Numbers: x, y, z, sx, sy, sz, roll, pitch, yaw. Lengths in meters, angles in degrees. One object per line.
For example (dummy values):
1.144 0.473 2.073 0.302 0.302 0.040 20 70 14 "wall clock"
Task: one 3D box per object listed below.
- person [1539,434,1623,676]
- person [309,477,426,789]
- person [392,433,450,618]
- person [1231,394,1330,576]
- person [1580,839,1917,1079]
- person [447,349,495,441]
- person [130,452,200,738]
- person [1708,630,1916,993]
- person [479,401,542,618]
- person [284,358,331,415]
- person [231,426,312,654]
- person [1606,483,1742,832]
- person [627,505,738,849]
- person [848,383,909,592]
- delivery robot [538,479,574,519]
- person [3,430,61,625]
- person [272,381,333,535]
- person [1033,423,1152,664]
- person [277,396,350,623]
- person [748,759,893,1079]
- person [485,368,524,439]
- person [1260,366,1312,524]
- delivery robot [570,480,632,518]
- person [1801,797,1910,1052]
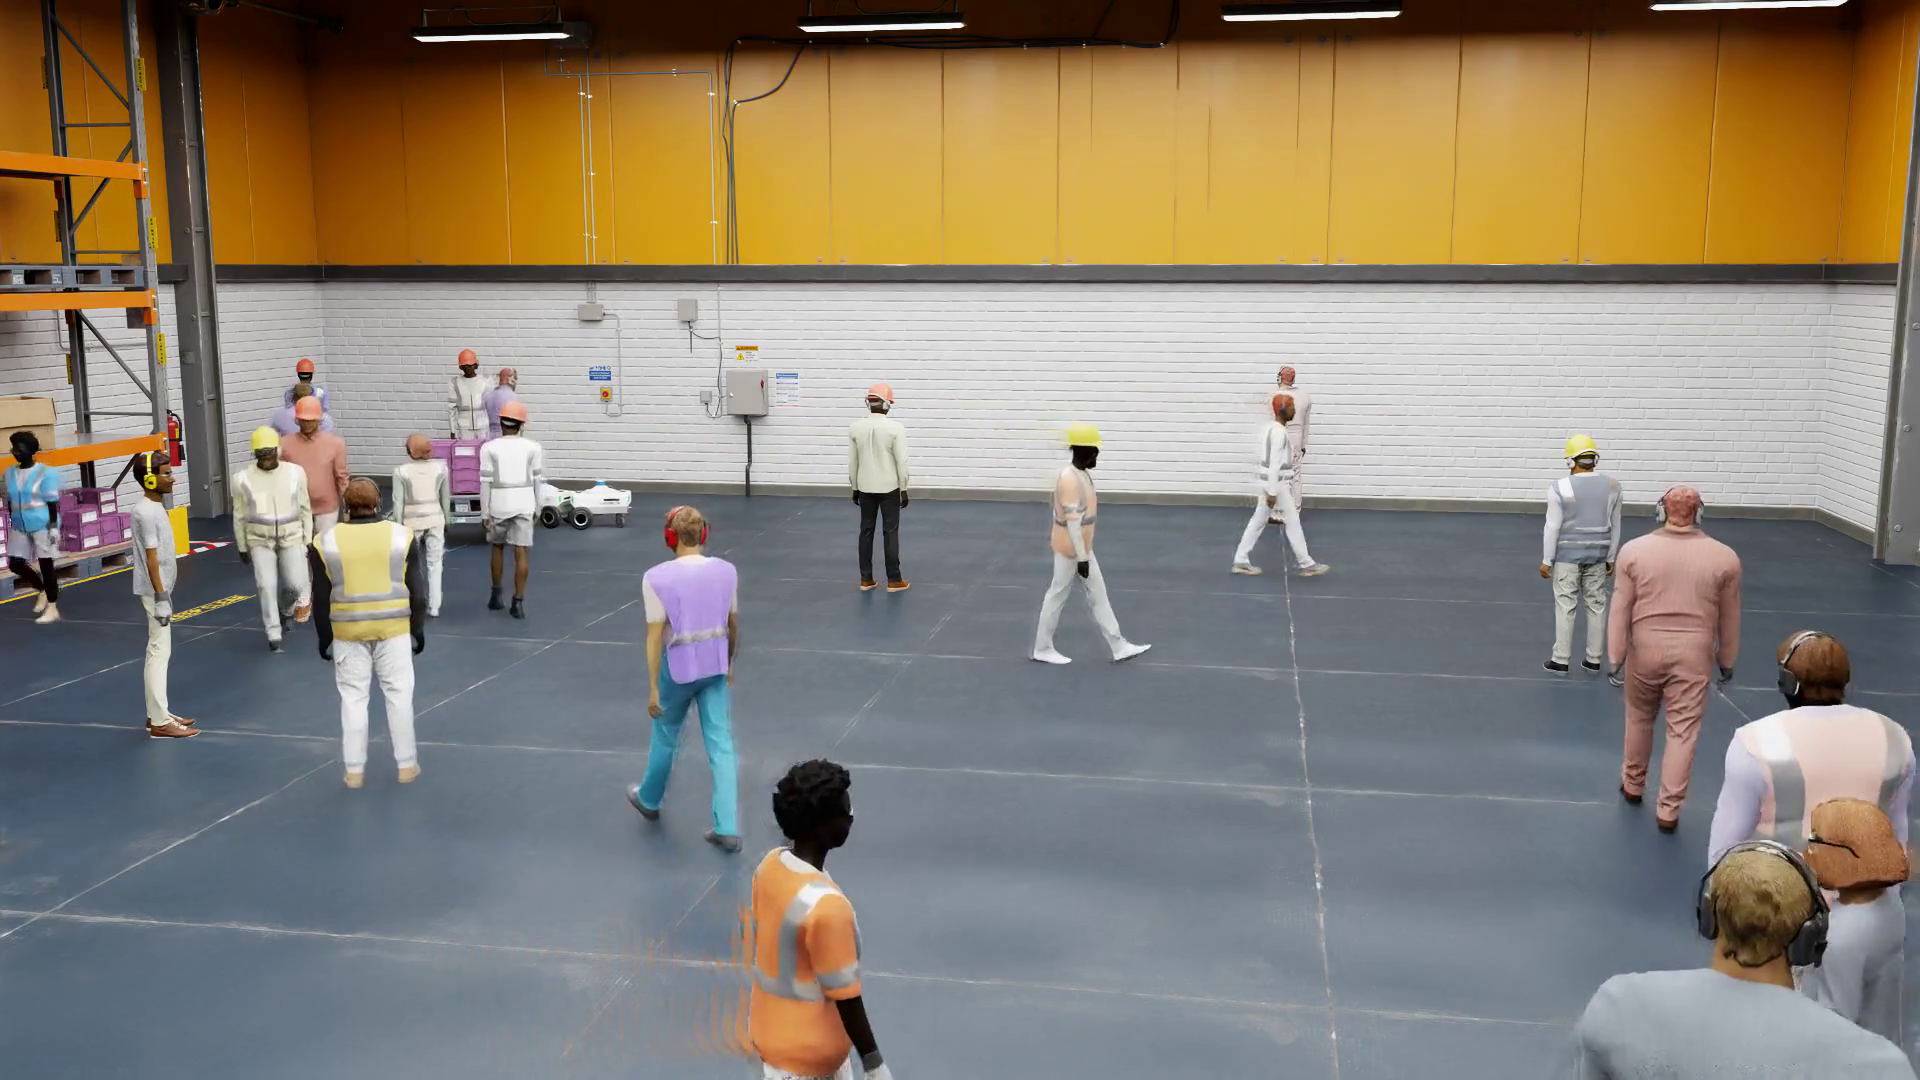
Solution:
4.652 0.117 12.514 0.588 1.824 0.403 -1 9 -6 "person"
-3.472 0.543 9.818 0.631 1.840 0.429 -3 10 -19 "person"
-4.717 -0.119 14.595 0.512 1.627 0.385 -5 11 -30 "person"
3.179 -0.542 16.587 0.980 1.832 0.598 0 9 2 "person"
1.616 1.530 3.447 0.661 1.916 0.699 8 12 39 "person"
-6.431 -1.503 21.953 0.615 2.028 0.409 -2 9 -12 "person"
-5.225 0.357 10.879 0.327 1.874 0.520 -5 10 -27 "person"
2.877 1.212 5.694 0.651 1.829 0.445 -1 9 -4 "person"
-3.994 -0.284 14.782 0.558 1.888 0.822 -4 10 -22 "person"
-8.298 -1.342 21.212 0.543 1.939 0.355 -4 10 -22 "person"
-5.529 -0.022 13.381 0.597 1.822 0.568 -5 10 -29 "person"
3.946 0.615 9.237 0.675 1.873 0.875 3 10 20 "person"
-1.468 0.709 8.924 0.605 1.791 0.970 -7 11 -36 "person"
-0.759 -0.497 15.821 0.609 1.986 0.392 4 10 22 "person"
-4.993 -0.491 19.924 0.707 0.478 0.477 3 10 20 "delivery robot"
-7.989 -0.108 14.349 0.534 1.687 0.383 1 9 8 "person"
-6.895 -0.713 17.459 0.629 1.904 0.931 -1 9 -4 "person"
0.992 0.051 12.712 0.960 1.881 0.612 3 10 19 "person"
-5.602 -0.259 14.401 0.639 1.964 0.671 -3 10 -17 "person"
-0.401 1.442 4.832 0.894 1.643 0.543 -3 10 -20 "person"
-5.446 -1.169 20.372 0.656 1.858 0.947 8 12 41 "person"
3.910 -1.145 20.091 0.641 1.908 0.407 -4 10 -24 "person"
-4.264 -0.467 19.775 0.707 0.478 0.477 -2 9 -10 "delivery robot"
2.510 1.503 4.641 0.513 1.591 0.858 -8 12 -42 "person"
